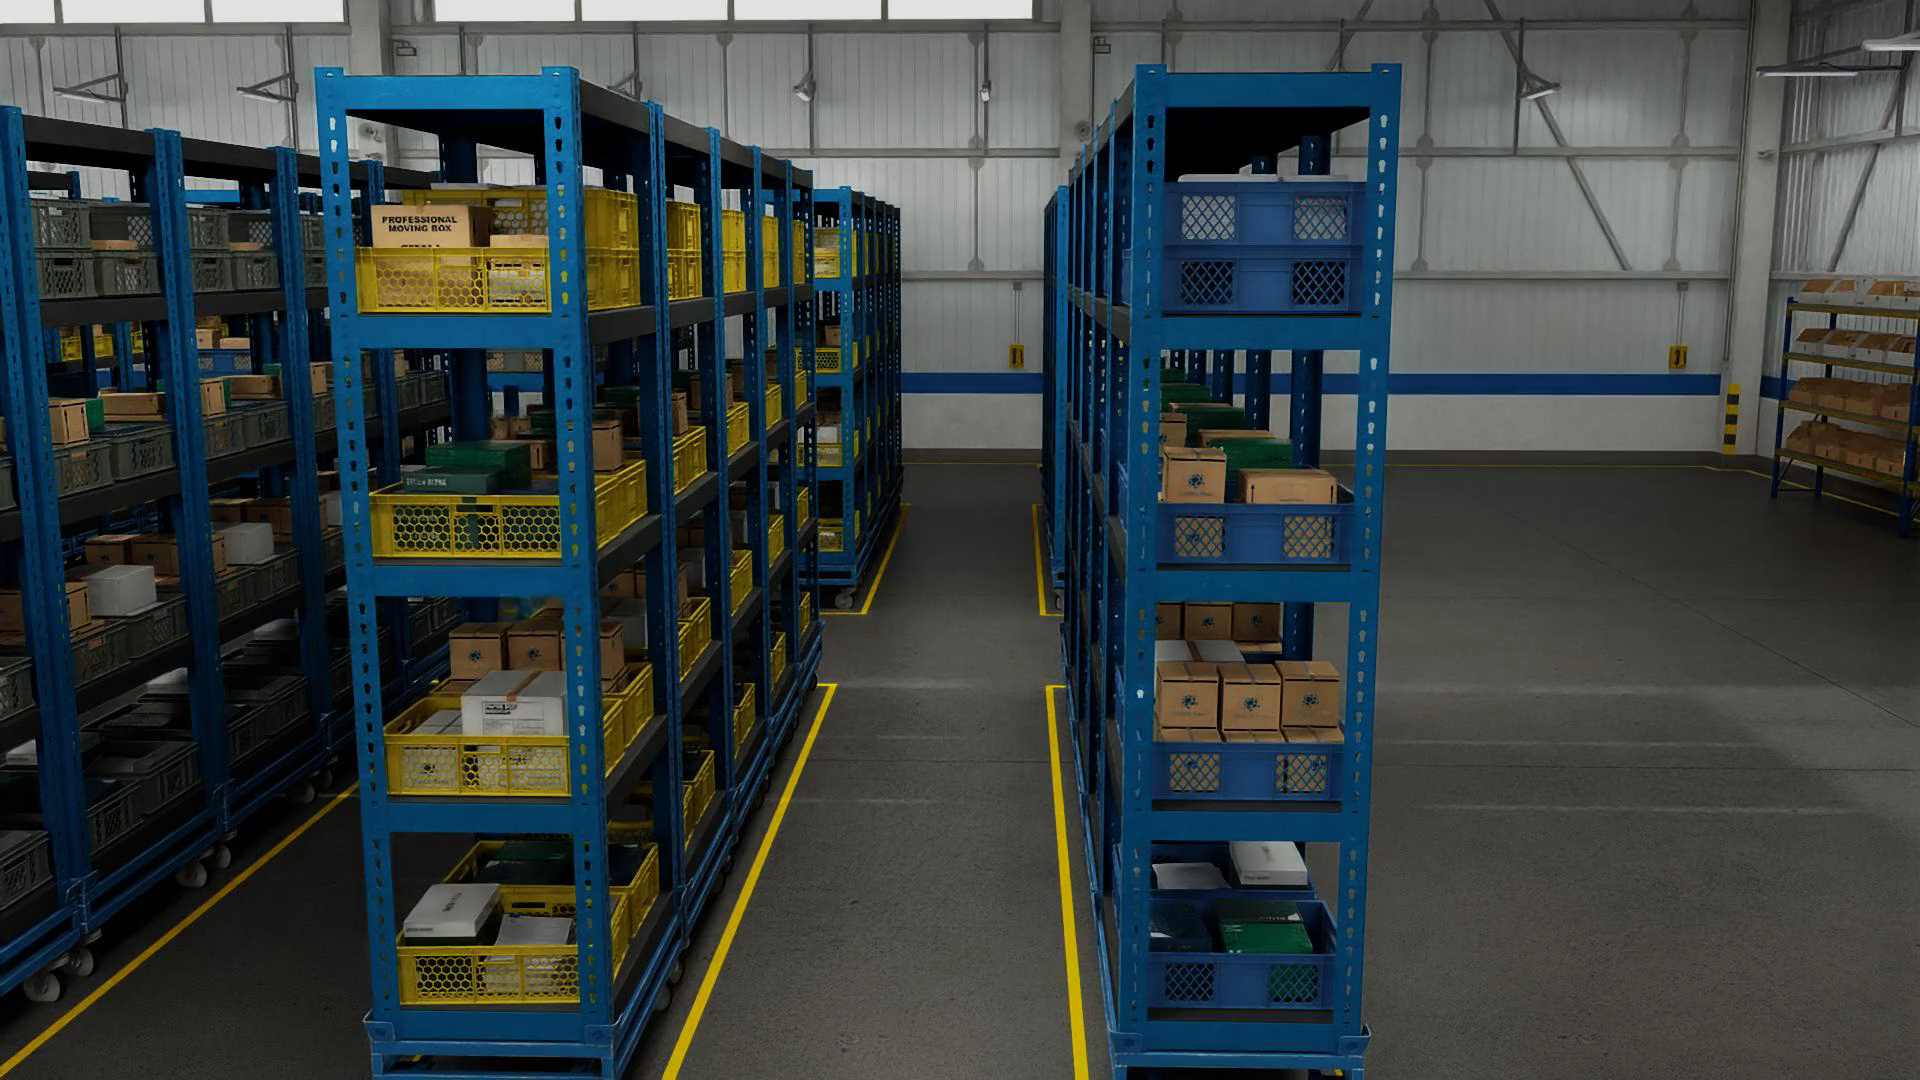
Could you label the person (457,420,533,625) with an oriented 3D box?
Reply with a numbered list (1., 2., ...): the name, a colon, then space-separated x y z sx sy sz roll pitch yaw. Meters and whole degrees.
1. person: -3.833 -0.113 13.245 0.934 1.802 0.594 2 10 10
